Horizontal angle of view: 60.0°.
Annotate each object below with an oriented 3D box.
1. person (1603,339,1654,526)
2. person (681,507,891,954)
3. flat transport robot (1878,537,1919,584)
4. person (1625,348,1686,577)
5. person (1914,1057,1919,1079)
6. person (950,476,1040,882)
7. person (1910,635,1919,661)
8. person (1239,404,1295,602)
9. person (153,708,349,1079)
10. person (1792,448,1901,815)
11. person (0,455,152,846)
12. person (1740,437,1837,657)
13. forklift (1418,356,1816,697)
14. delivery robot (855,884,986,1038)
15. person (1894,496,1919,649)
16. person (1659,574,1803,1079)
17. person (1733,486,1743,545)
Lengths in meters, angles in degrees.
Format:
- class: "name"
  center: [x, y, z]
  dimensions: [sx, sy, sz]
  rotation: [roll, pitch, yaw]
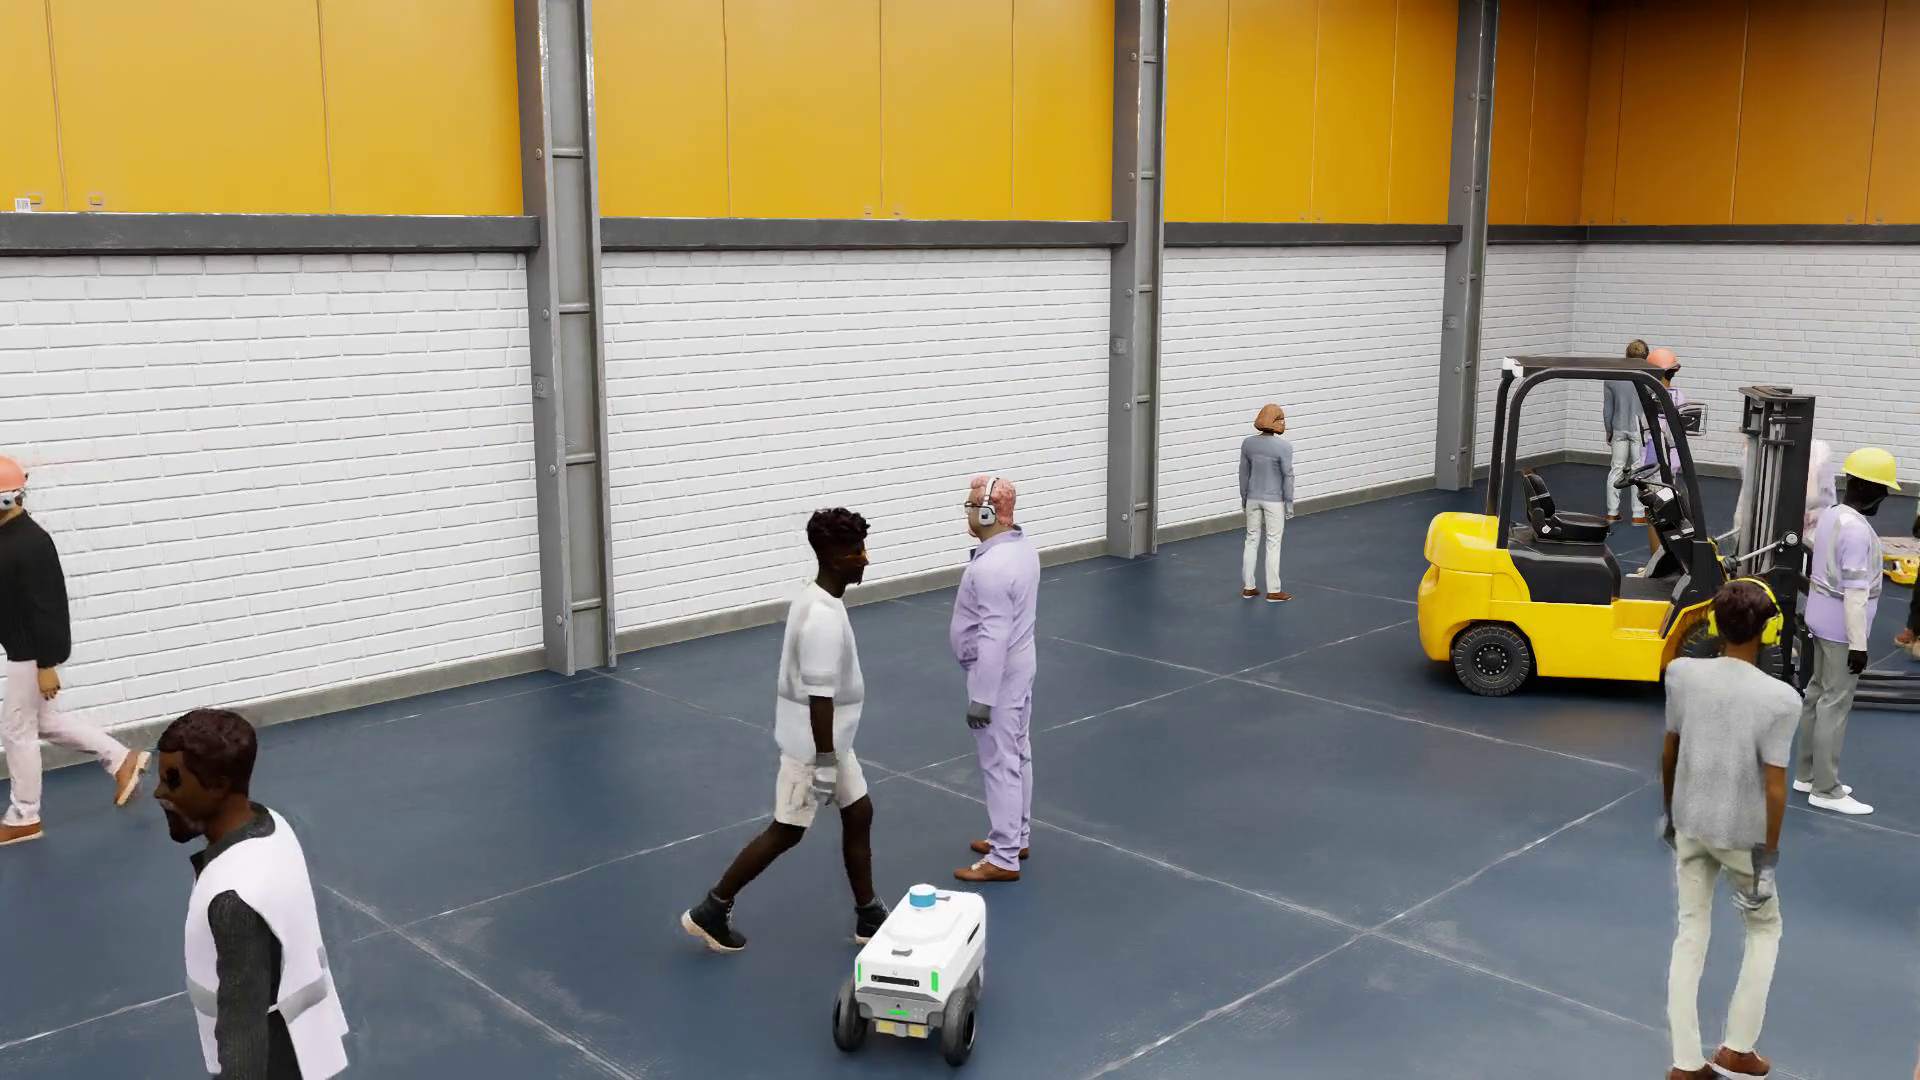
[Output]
- class: "person"
  center: [6.993, -1.113, 17.293]
  dimensions: [0.372, 1.940, 0.630]
  rotation: [-10, 14, -43]
- class: "person"
  center: [-0.675, 0.806, 6.901]
  dimensions: [0.986, 1.926, 0.608]
  rotation: [-1, 10, -5]
- class: "flat transport robot"
  center: [8.450, 0.163, 14.886]
  dimensions: [0.652, 0.197, 1.431]
  rotation: [1, 10, 5]
- class: "person"
  center: [6.002, -0.631, 14.378]
  dimensions: [0.393, 2.041, 0.614]
  rotation: [9, 14, 41]
- class: "person"
  center: [2.582, 1.501, 3.968]
  dimensions: [0.533, 1.588, 0.853]
  rotation: [3, 11, 18]
- class: "person"
  center: [0.152, 0.647, 7.784]
  dimensions: [0.399, 1.909, 0.642]
  rotation: [3, 11, 15]
- class: "person"
  center: [7.022, 0.118, 11.370]
  dimensions: [0.545, 1.646, 0.892]
  rotation: [-8, 13, -37]
- class: "person"
  center: [2.533, -0.310, 13.741]
  dimensions: [0.504, 1.632, 0.269]
  rotation: [10, 14, 43]
- class: "person"
  center: [-1.689, 1.320, 4.207]
  dimensions: [0.957, 1.883, 0.606]
  rotation: [-4, 11, -20]
- class: "person"
  center: [4.657, 0.465, 8.744]
  dimensions: [0.381, 1.917, 0.585]
  rotation: [2, 11, 12]
- class: "person"
  center: [-4.558, 0.526, 8.316]
  dimensions: [0.787, 1.959, 0.655]
  rotation: [-8, 13, -36]
- class: "person"
  center: [5.962, -0.059, 11.951]
  dimensions: [0.694, 1.802, 0.440]
  rotation: [1, 10, 7]
- class: "forklift"
  center: [4.276, -0.101, 11.076]
  dimensions: [2.313, 2.155, 1.214]
  rotation: [2, 11, 13]
- class: "delivery robot"
  center: [-0.140, 1.549, 6.299]
  dimensions: [0.477, 0.478, 0.707]
  rotation: [3, 11, 15]
- class: "person"
  center: [7.146, -0.110, 11.807]
  dimensions: [0.692, 1.938, 0.373]
  rotation: [9, 14, 40]
- class: "person"
  center: [2.693, 1.026, 5.867]
  dimensions: [0.572, 1.851, 0.525]
  rotation: [-10, 14, -42]
- class: "person"
  center: [5.794, 0.002, 12.056]
  dimensions: [0.381, 1.615, 0.544]
  rotation: [3, 11, 17]
